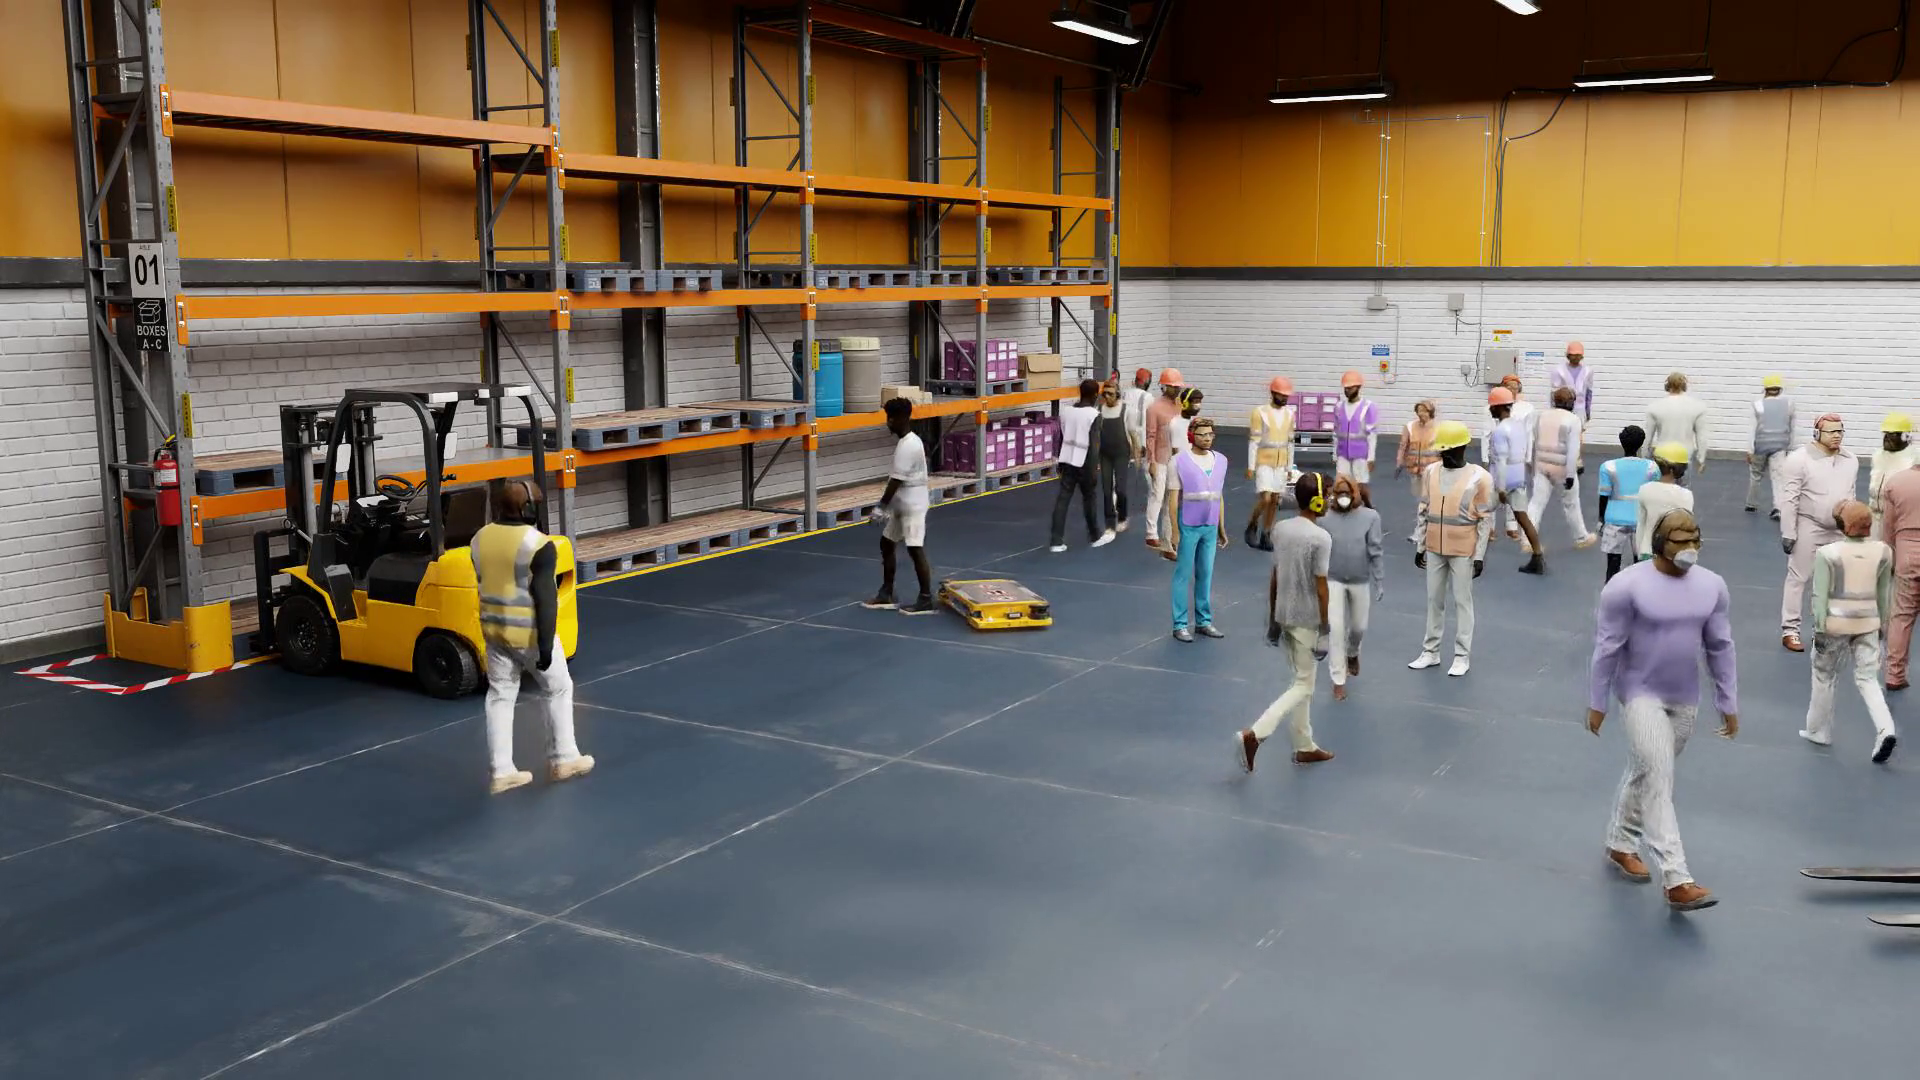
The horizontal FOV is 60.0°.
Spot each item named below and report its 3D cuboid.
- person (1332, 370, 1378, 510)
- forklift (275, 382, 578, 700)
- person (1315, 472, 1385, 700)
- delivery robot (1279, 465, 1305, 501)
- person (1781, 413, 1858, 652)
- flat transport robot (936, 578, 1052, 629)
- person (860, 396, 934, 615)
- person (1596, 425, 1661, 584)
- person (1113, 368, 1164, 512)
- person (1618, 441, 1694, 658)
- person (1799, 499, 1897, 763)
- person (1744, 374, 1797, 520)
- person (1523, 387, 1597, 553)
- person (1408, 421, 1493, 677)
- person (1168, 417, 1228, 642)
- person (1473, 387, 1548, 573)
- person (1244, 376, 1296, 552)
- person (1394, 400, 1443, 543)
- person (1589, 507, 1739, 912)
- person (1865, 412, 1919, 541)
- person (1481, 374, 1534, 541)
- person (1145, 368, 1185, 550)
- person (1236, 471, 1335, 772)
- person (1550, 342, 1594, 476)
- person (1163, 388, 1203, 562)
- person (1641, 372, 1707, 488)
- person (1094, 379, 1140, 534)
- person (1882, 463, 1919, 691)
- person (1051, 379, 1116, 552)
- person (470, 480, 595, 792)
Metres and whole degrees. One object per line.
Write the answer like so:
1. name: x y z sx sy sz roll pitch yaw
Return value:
1. person: 4.524 -0.989 19.016 0.555 1.921 0.575 8 12 39
2. forklift: -3.974 -0.067 12.417 2.313 2.155 1.214 5 11 30
3. person: 2.770 0.297 11.959 0.534 1.610 0.693 1 9 7
4. delivery robot: 4.262 -0.725 21.333 0.477 0.478 0.707 2 9 13
5. person: 6.869 -0.060 13.269 0.651 1.907 0.409 -2 9 -10
6. flat transport robot: 0.281 0.539 14.616 0.652 0.197 1.431 -2 9 -15
7. person: -0.590 -0.290 14.604 0.784 1.930 0.615 -1 9 -4
8. person: 5.823 -0.153 14.500 0.530 1.697 0.321 2 9 13
9. person: 2.270 -1.255 20.999 1.059 1.813 0.613 -7 11 -37
10. person: 5.322 0.114 12.682 0.725 1.741 0.535 -3 10 -19
11. person: 5.560 0.553 10.350 0.518 1.612 0.758 0 9 0
12. person: 9.976 -1.147 20.468 0.599 1.793 0.948 2 9 9
13. person: 6.487 -0.750 17.974 0.968 1.784 0.642 -5 11 -31
14. person: 3.679 0.061 12.483 0.382 1.917 0.585 -8 12 -42
15. person: 1.947 -0.097 13.686 0.564 1.846 0.390 -5 11 -31
16. person: 5.515 -0.603 16.795 0.535 1.877 1.034 -8 12 -39
17. person: 3.385 -0.816 17.962 0.574 1.914 0.422 -4 10 -24
18. person: 5.137 -0.751 18.544 0.536 1.604 0.870 7 12 39
19. person: 3.417 0.801 7.919 0.661 1.893 0.977 -2 9 -13
20. person: 8.312 -0.241 14.738 0.835 1.801 0.594 -4 10 -22
21. person: 6.156 -0.922 18.723 0.584 1.882 0.347 0 9 -1
22. person: 2.279 -0.885 18.190 0.621 1.987 0.406 -8 12 -42
23. person: 1.988 0.503 10.000 0.768 1.842 0.538 -5 10 -27
24. person: 9.159 -1.966 24.899 0.632 1.986 1.068 1 9 8
25. person: 2.370 -0.657 17.198 0.682 1.835 0.548 7 12 39
26. person: 8.036 -0.940 18.790 0.664 1.892 0.985 2 9 14
27. person: 1.758 -0.928 18.950 0.571 1.823 0.412 3 10 21
28. person: 6.911 0.171 11.850 0.407 1.902 0.638 -6 11 -34
29. person: 1.327 -0.814 18.080 0.943 1.862 0.697 -9 13 -44
30. person: -2.510 0.543 9.800 0.630 1.818 0.762 4 10 26
